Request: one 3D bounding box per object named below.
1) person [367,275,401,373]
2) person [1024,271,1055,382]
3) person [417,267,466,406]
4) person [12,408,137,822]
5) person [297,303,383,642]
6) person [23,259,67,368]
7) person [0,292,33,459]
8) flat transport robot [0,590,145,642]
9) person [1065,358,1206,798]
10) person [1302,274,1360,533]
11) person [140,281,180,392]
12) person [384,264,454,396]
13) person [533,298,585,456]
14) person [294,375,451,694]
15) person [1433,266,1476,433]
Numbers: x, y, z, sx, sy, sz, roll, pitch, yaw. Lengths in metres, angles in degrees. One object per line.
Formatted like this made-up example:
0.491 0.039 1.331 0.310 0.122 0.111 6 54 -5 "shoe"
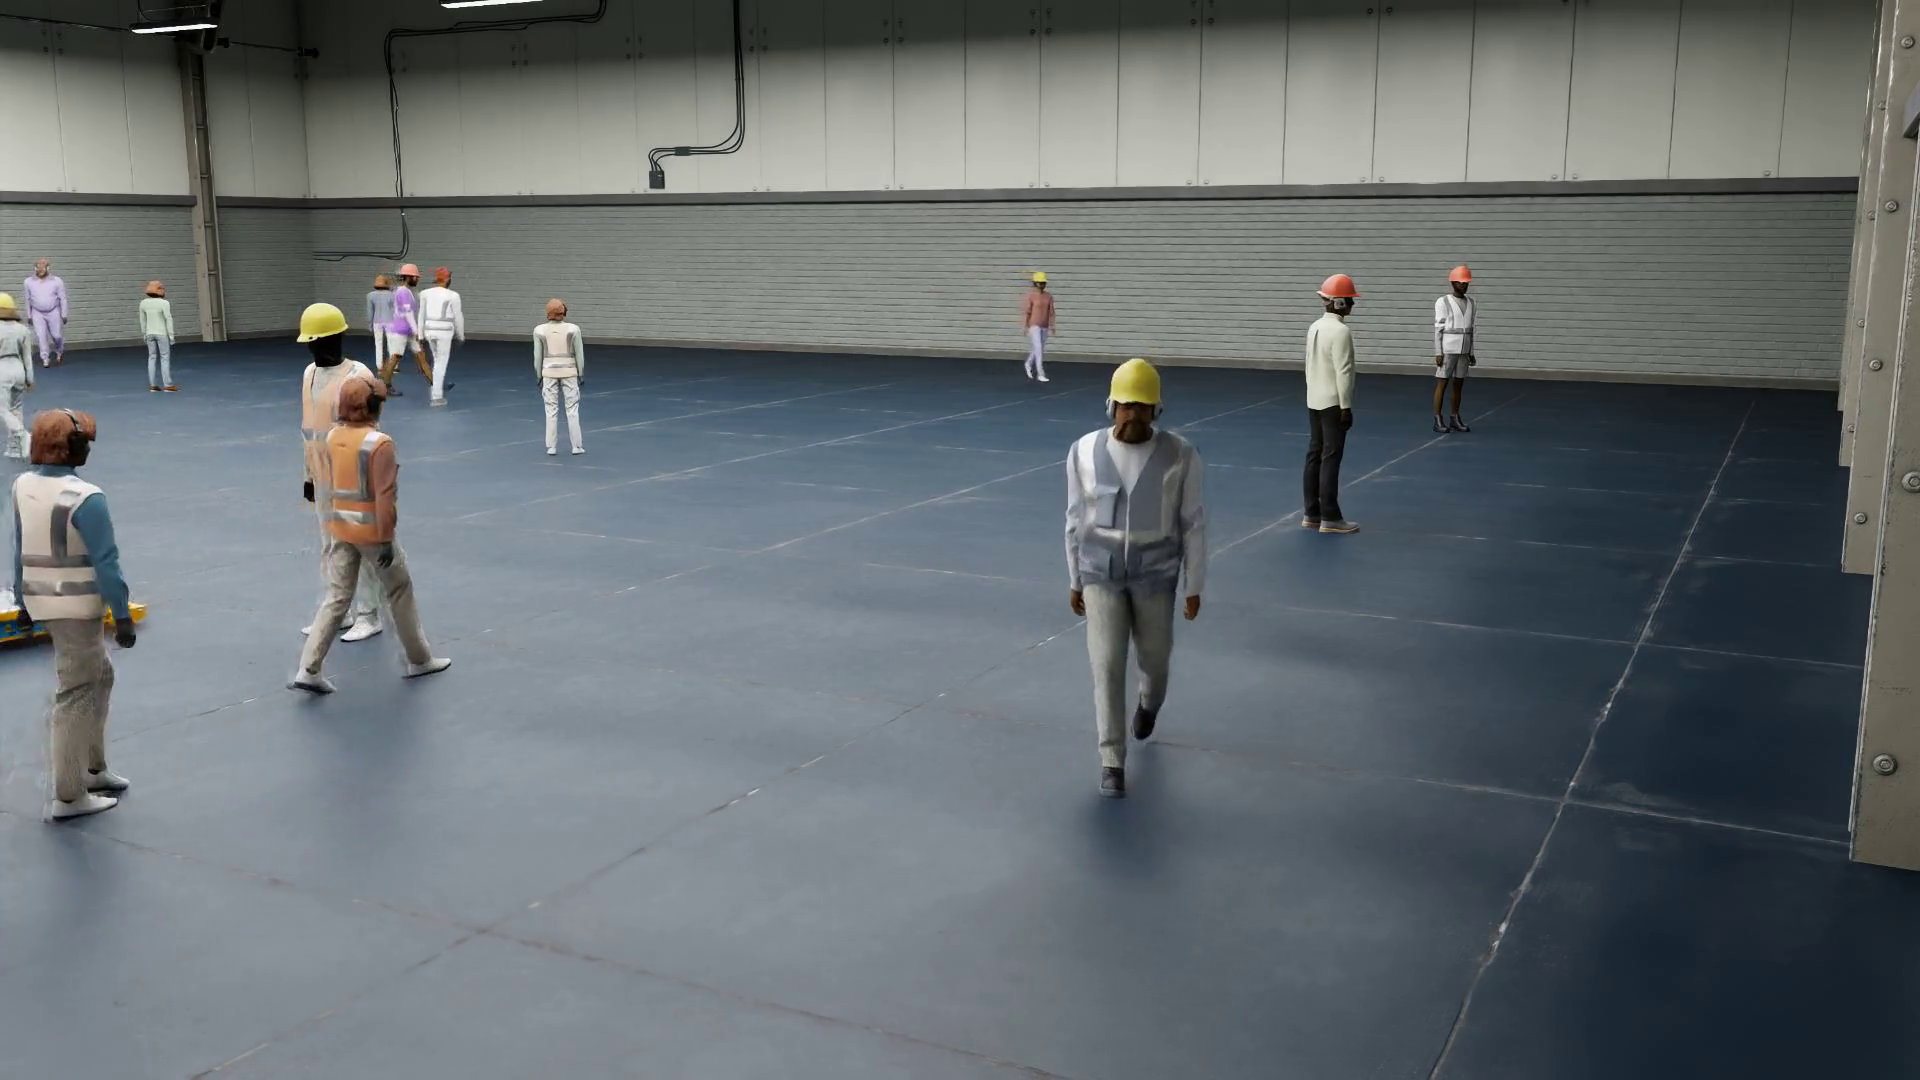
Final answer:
-9.615 -3.596 27.765 0.507 1.632 0.268 -2 11 -9 "person"
1.218 -3.399 26.393 0.542 1.741 0.750 -7 12 -33 "person"
-7.000 -2.752 22.537 0.594 1.857 0.684 4 11 18 "person"
-3.469 0.284 6.619 0.550 1.617 0.541 6 12 31 "person"
-3.540 -0.382 9.456 0.585 1.920 0.373 6 12 31 "person"
-15.958 -3.959 29.058 0.650 1.887 0.709 -4 11 -23 "person"
-9.708 -1.667 17.012 0.698 1.720 0.494 7 12 32 "person"
-5.496 0.448 9.433 0.652 0.197 1.431 7 13 34 "flat transport robot"
0.740 0.121 7.052 0.591 1.806 0.779 2 11 9 "person"
2.896 -1.060 12.946 0.381 1.996 0.608 -2 11 -13 "person"
-11.811 -2.999 24.508 0.507 1.631 0.270 2 11 12 "person"
-7.830 -2.984 23.756 1.040 1.870 0.554 -1 10 -4 "person"
-4.183 -1.698 17.391 0.514 1.642 0.311 -1 10 -6 "person"
-3.034 -0.031 8.406 0.529 1.598 0.843 7 12 32 "person"
5.789 -2.216 19.408 0.543 1.939 0.361 -4 11 -21 "person"
